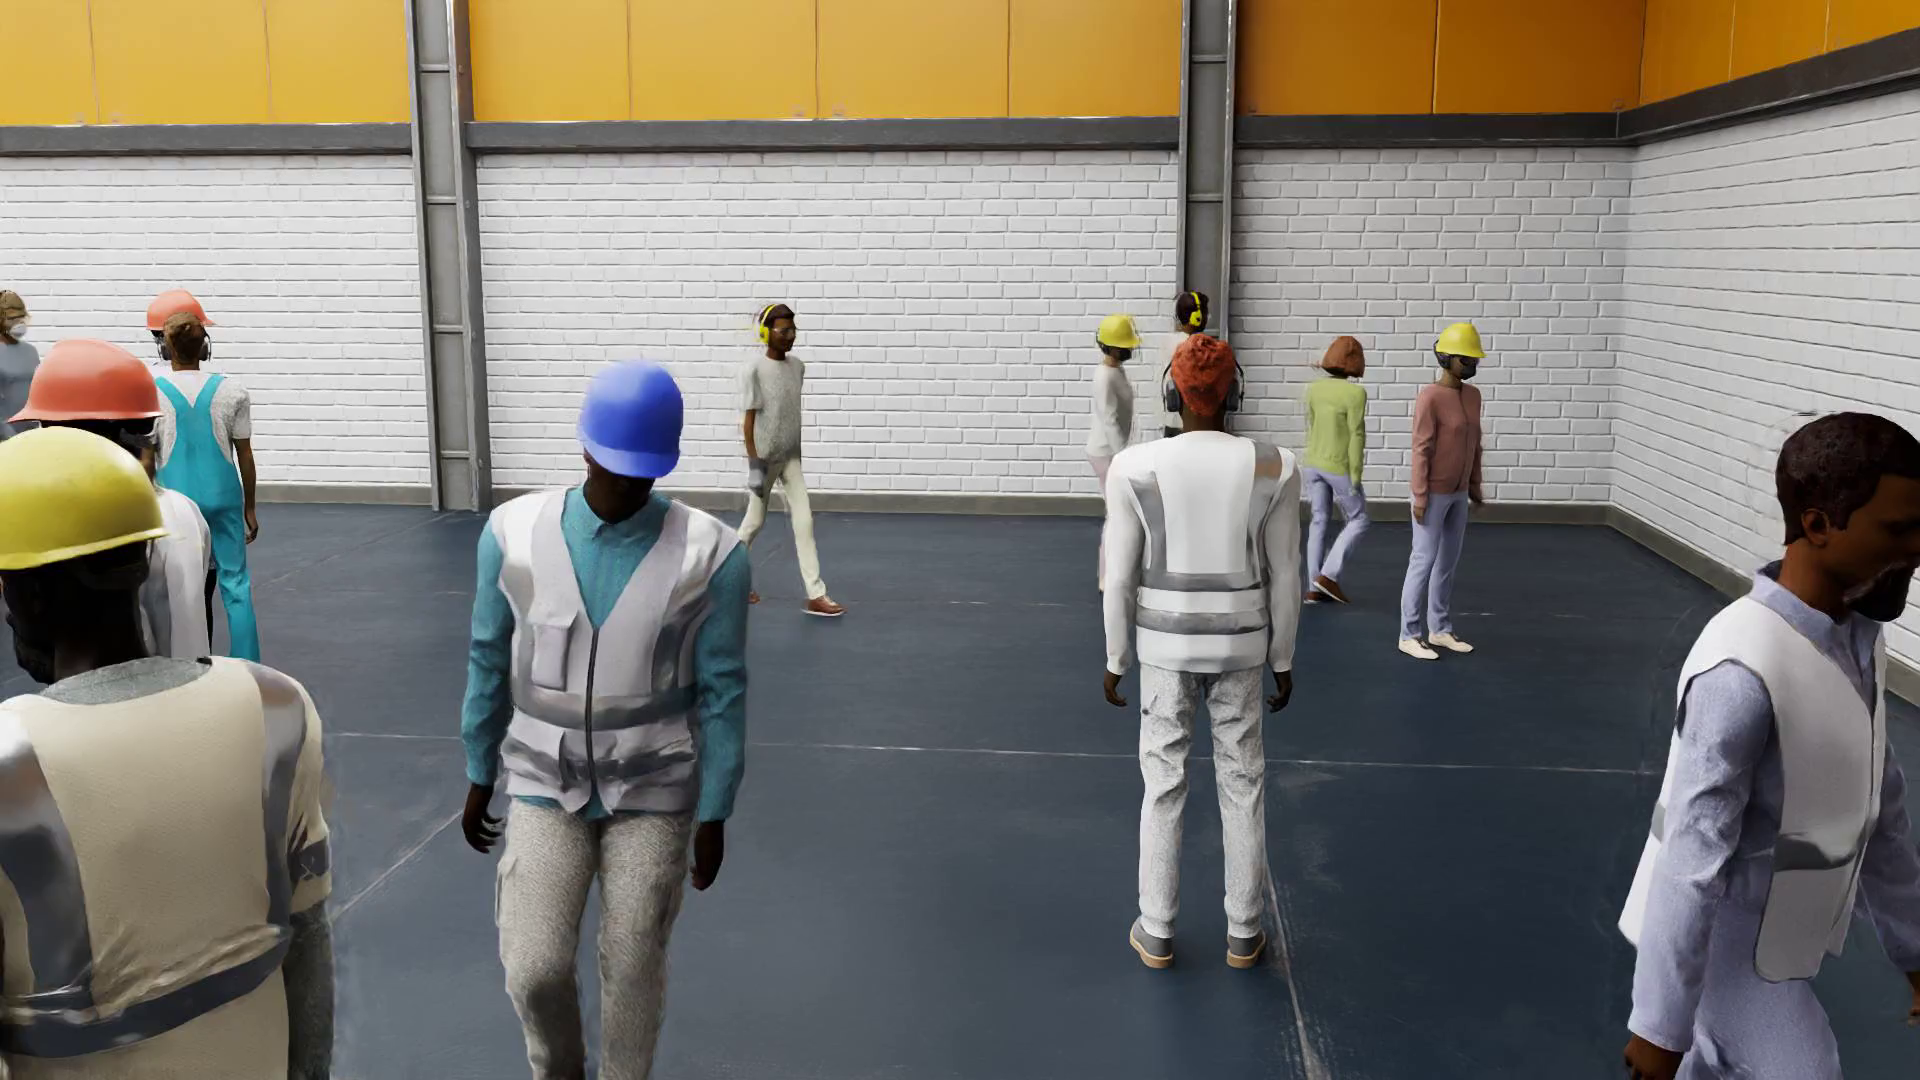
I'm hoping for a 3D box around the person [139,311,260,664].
[{"bbox_3d":[-3.521,-0.128,7.703,0.507,1.846,0.347,-5,11,-28],"label":"person"}]

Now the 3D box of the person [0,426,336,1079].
[{"bbox_3d":[-1.075,0.794,2.272,0.734,1.900,0.588,6,12,31],"label":"person"}]

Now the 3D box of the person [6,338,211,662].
[{"bbox_3d":[-1.835,0.527,3.682,0.362,1.939,0.543,-1,10,-8],"label":"person"}]

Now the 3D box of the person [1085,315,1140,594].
[{"bbox_3d":[0.959,-0.522,10.298,0.352,1.731,0.543,3,10,15],"label":"person"}]

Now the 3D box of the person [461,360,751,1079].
[{"bbox_3d":[-0.775,0.560,3.614,0.655,1.903,0.482,0,10,-1],"label":"person"}]

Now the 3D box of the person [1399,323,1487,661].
[{"bbox_3d":[2.539,-0.249,8.657,0.524,1.755,0.355,-8,13,-40],"label":"person"}]

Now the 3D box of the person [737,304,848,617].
[{"bbox_3d":[-1.091,-0.473,9.781,0.994,1.822,0.544,9,13,42],"label":"person"}]

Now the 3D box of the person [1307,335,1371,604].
[{"bbox_3d":[2.255,-0.408,9.948,0.340,1.620,0.517,-5,11,-28],"label":"person"}]

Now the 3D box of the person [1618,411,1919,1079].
[{"bbox_3d":[1.455,0.728,2.760,0.995,1.864,0.594,8,12,37],"label":"person"}]

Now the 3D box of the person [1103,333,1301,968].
[{"bbox_3d":[0.709,0.339,4.910,0.573,1.887,0.355,1,10,3],"label":"person"}]
